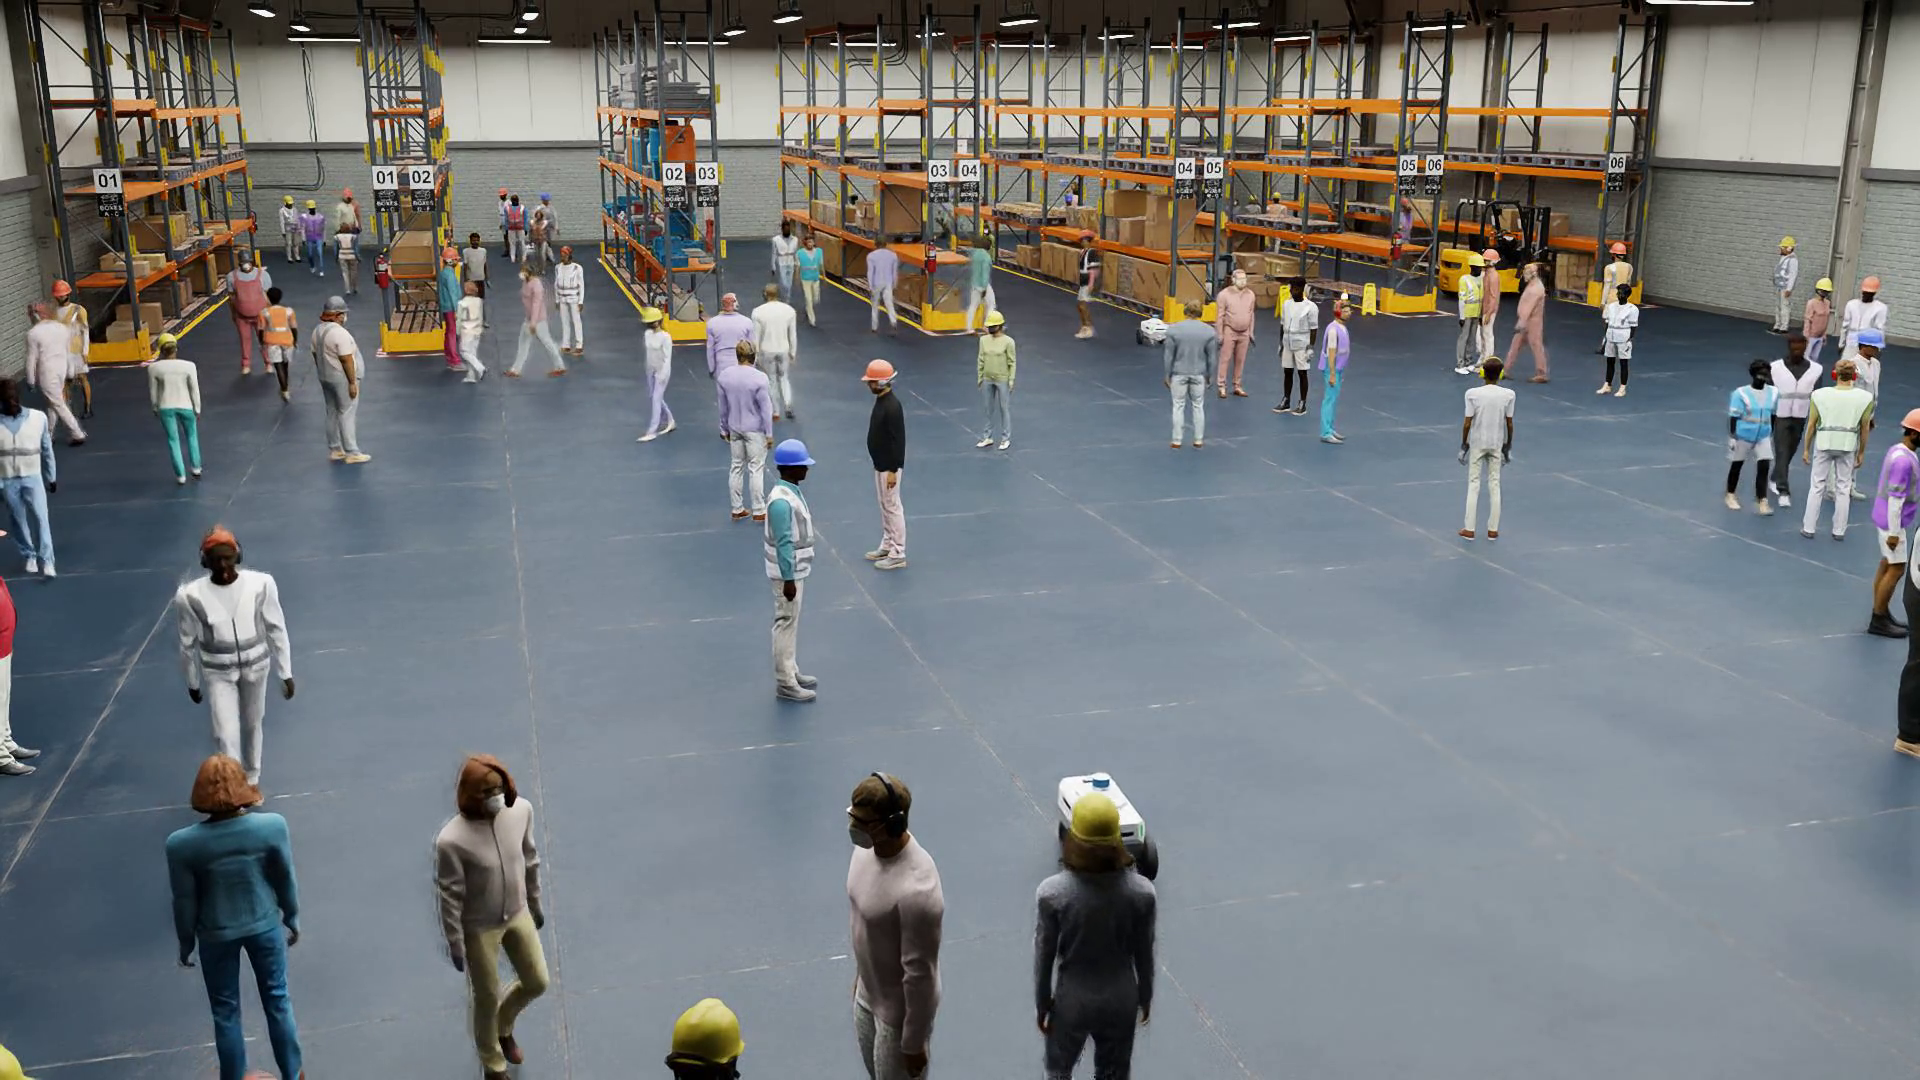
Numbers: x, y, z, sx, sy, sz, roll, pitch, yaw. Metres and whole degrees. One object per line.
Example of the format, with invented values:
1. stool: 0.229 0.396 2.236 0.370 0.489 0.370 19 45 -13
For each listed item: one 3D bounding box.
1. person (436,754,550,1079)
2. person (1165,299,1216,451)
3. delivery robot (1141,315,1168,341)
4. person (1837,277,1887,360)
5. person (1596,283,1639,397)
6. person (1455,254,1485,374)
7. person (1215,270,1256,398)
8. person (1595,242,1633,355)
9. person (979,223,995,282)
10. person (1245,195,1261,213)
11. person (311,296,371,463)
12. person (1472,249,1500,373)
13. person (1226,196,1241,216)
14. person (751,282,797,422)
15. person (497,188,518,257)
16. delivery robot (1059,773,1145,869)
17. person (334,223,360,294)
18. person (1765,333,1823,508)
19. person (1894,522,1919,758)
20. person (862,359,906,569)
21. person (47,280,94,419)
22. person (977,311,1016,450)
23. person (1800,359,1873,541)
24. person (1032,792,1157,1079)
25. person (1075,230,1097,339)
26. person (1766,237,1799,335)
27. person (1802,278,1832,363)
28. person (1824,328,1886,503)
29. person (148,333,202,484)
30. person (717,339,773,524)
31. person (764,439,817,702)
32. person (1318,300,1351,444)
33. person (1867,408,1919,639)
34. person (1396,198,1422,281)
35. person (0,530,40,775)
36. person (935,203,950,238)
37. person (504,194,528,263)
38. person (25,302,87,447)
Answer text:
1. person: -2.048 1.701 7.338 0.352 1.620 0.520 12 19 38
2. person: 2.888 -2.069 20.945 0.638 1.927 0.396 0 15 0
3. delivery robot: 3.503 -3.805 29.923 0.477 0.478 0.707 -2 15 -9
4. person: 12.764 -2.776 23.623 0.587 1.911 0.438 14 20 43
5. person: 9.833 -2.986 24.828 0.318 1.699 0.535 -9 17 -31
6. person: 8.277 -3.658 26.919 0.587 1.927 0.367 -12 19 -38
7. person: 4.098 -3.053 24.727 0.688 1.897 0.417 -7 16 -24
8. person: 11.342 -4.177 28.845 0.545 1.942 0.351 -5 16 -20
9. person: 0.561 -6.338 37.568 0.501 1.632 0.280 -5 16 -19
10. person: 8.337 -8.963 47.325 0.487 1.693 0.841 2 15 7
11. person: -7.556 -1.973 20.361 0.688 2.000 0.536 12 19 38
12. person: 8.558 -3.724 27.032 0.374 1.997 0.614 2 15 6
13. person: 7.839 -9.028 47.702 0.503 1.638 0.310 -5 16 -18
14. person: -2.562 -2.571 22.850 0.625 1.924 0.418 -8 17 -26
15. person: -12.736 -8.891 46.623 0.542 1.928 0.402 9 17 31
16. delivery robot: 0.812 1.590 9.622 0.477 0.478 0.707 -3 15 -11
17. person: -14.025 -6.444 38.035 0.540 1.595 0.858 -6 16 -22
18. person: 9.181 -1.364 18.407 0.601 1.874 0.992 2 15 8
19. person: 6.674 0.454 11.230 0.536 2.000 0.676 11 19 37
20. person: -0.712 -0.721 15.741 0.393 1.990 0.617 -4 15 -15
21. person: -12.341 -2.633 23.046 0.544 1.936 0.359 0 15 -1
22. person: 0.449 -2.026 21.093 0.532 1.765 0.328 9 17 29
23. person: 8.788 -0.897 16.708 0.562 1.838 0.388 5 16 20
24. person: 0.532 1.838 6.617 0.493 1.732 0.445 0 15 0
25. person: 2.320 -4.734 30.873 0.456 1.985 0.702 -4 15 -15
26. person: 15.508 -4.779 31.318 0.404 1.829 0.600 2 15 6
27. person: 12.809 -3.038 24.899 0.526 1.765 0.329 -9 17 -31
28. person: 9.850 -1.363 18.275 0.603 1.940 0.412 -10 18 -33
29. person: -9.122 -1.543 19.354 0.517 1.728 0.771 -7 16 -25
30. person: -2.220 -1.135 17.403 0.635 1.938 0.360 8 17 27
31. person: -1.251 0.213 12.309 0.389 1.949 0.602 0 15 -1
32. person: 4.844 -2.185 21.528 0.396 1.847 0.565 6 16 22
33. person: 7.770 -0.152 13.752 0.404 1.921 0.559 8 17 26
34. person: 10.880 -7.319 40.562 0.613 1.988 1.044 -7 16 -25
35. person: -6.347 0.677 10.930 0.322 1.755 0.565 -6 16 -21
36. person: -0.577 -10.560 52.908 0.415 1.917 0.568 7 17 26
37. person: -12.022 -8.433 45.083 0.617 1.835 0.431 -2 15 -8
38. person: -11.641 -2.116 21.282 1.001 1.859 0.643 4 15 15
